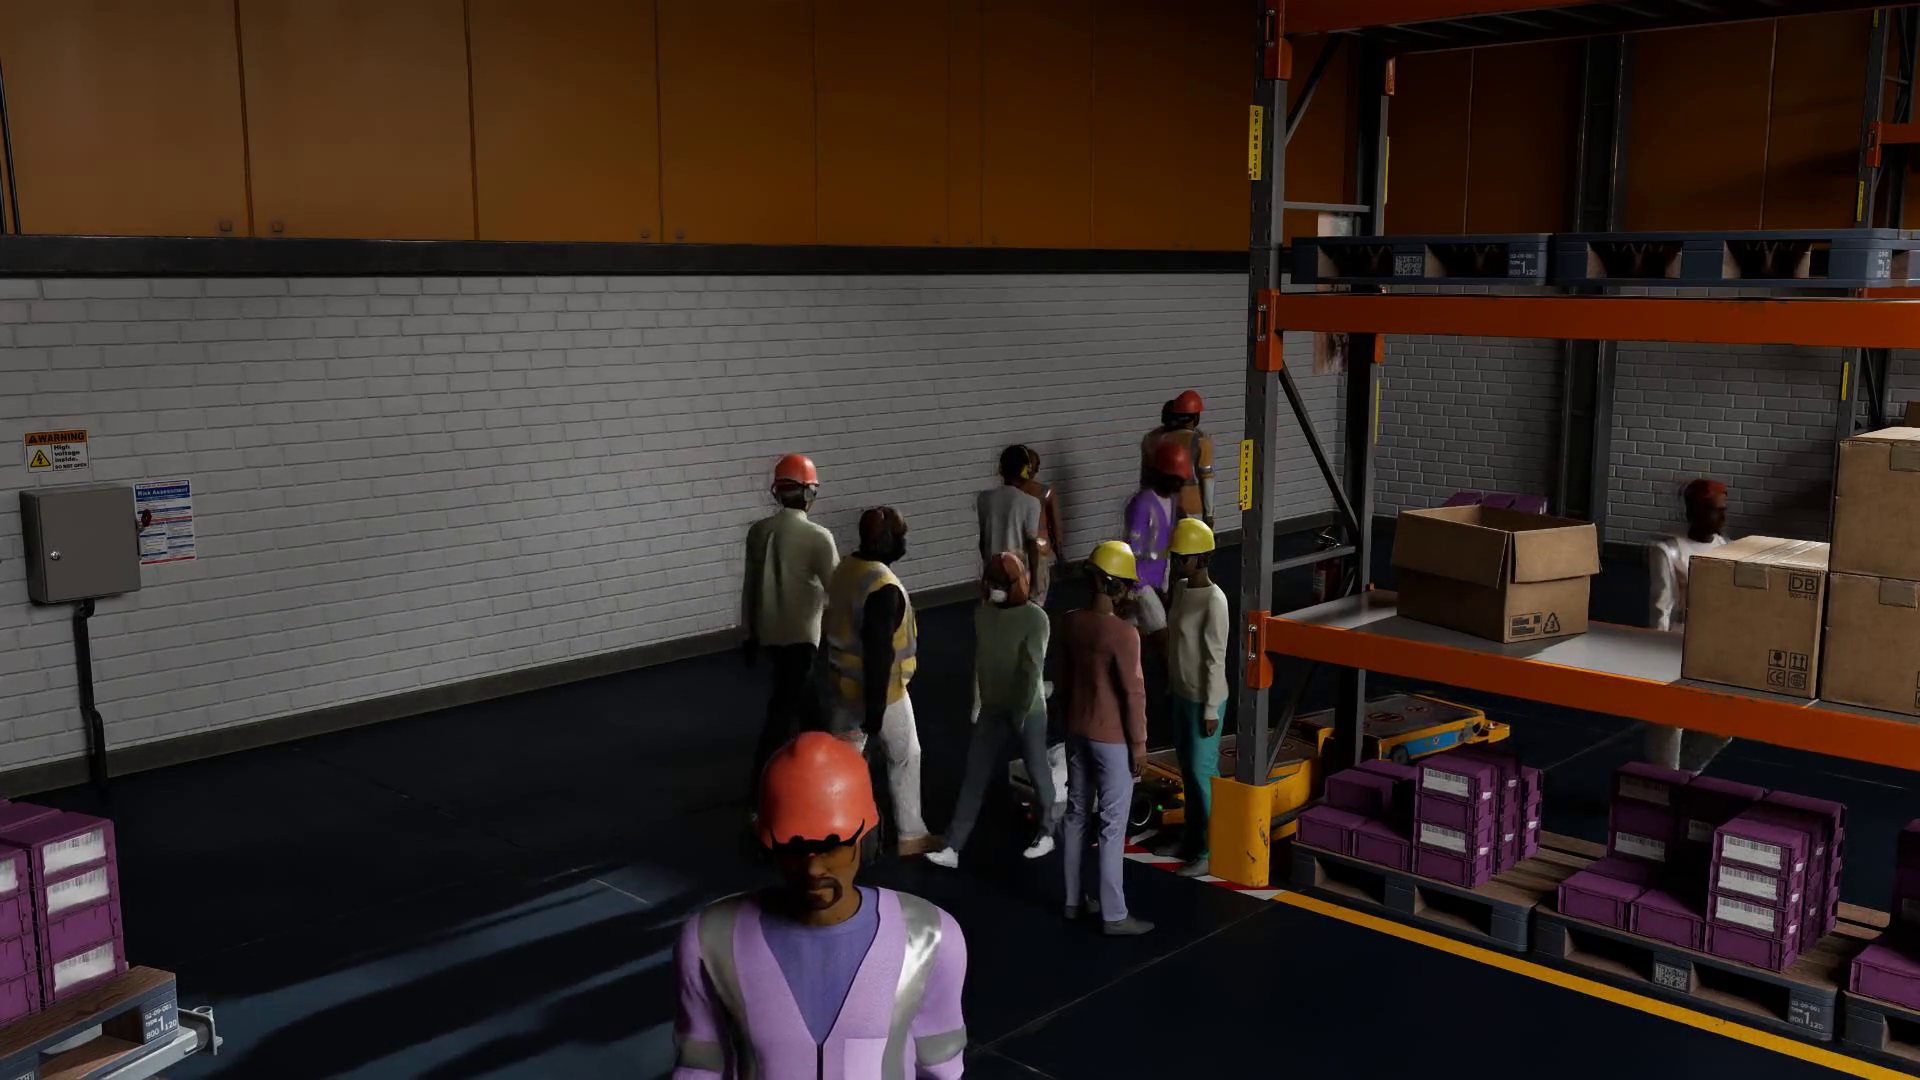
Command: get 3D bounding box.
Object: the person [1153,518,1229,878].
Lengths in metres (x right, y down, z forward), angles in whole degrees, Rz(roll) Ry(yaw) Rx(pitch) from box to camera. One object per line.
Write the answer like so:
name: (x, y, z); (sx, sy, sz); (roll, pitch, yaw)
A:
person: (1.131, 0.763, 8.112); (0.339, 1.760, 0.528); (-2, 10, -13)

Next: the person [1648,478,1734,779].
person: (3.816, 0.612, 8.666); (0.572, 1.869, 0.408); (-3, 10, -18)

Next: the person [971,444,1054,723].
person: (0.324, 0.275, 10.971); (0.482, 1.804, 1.018); (5, 10, 26)

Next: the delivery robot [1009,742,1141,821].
delivery robot: (0.603, 1.225, 8.660); (0.707, 0.478, 0.477); (-7, 11, -35)

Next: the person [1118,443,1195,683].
person: (1.232, 0.260, 10.934); (1.112, 1.854, 0.554); (5, 11, 30)

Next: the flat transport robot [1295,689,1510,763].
flat transport robot: (2.659, 1.162, 10.198); (1.431, 0.197, 0.652); (-7, 11, -35)

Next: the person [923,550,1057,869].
person: (0.200, 0.845, 8.136); (0.491, 1.584, 0.850); (8, 12, 39)

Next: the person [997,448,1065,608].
person: (0.493, 0.109, 12.538); (0.514, 1.612, 0.761); (4, 10, 25)

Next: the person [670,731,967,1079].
person: (-0.282, 1.383, 3.424); (0.607, 2.045, 0.390); (-1, 9, -6)

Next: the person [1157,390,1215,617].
person: (1.904, -0.283, 13.953); (0.545, 1.942, 0.354); (8, 12, 41)

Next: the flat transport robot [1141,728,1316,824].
flat transport robot: (1.508, 1.302, 9.341); (1.431, 0.197, 0.652); (-5, 11, -30)

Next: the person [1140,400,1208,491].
person: (1.900, -0.337, 14.702); (0.636, 1.818, 0.436); (2, 10, 15)

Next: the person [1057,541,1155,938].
person: (0.647, 0.877, 7.402); (0.327, 1.760, 0.524); (-7, 12, -36)

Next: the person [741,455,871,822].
person: (-0.818, 0.508, 9.090); (1.029, 1.933, 0.639); (-8, 12, -42)

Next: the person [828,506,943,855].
person: (-0.515, 0.723, 8.214); (0.909, 1.807, 0.628); (-5, 10, -27)
